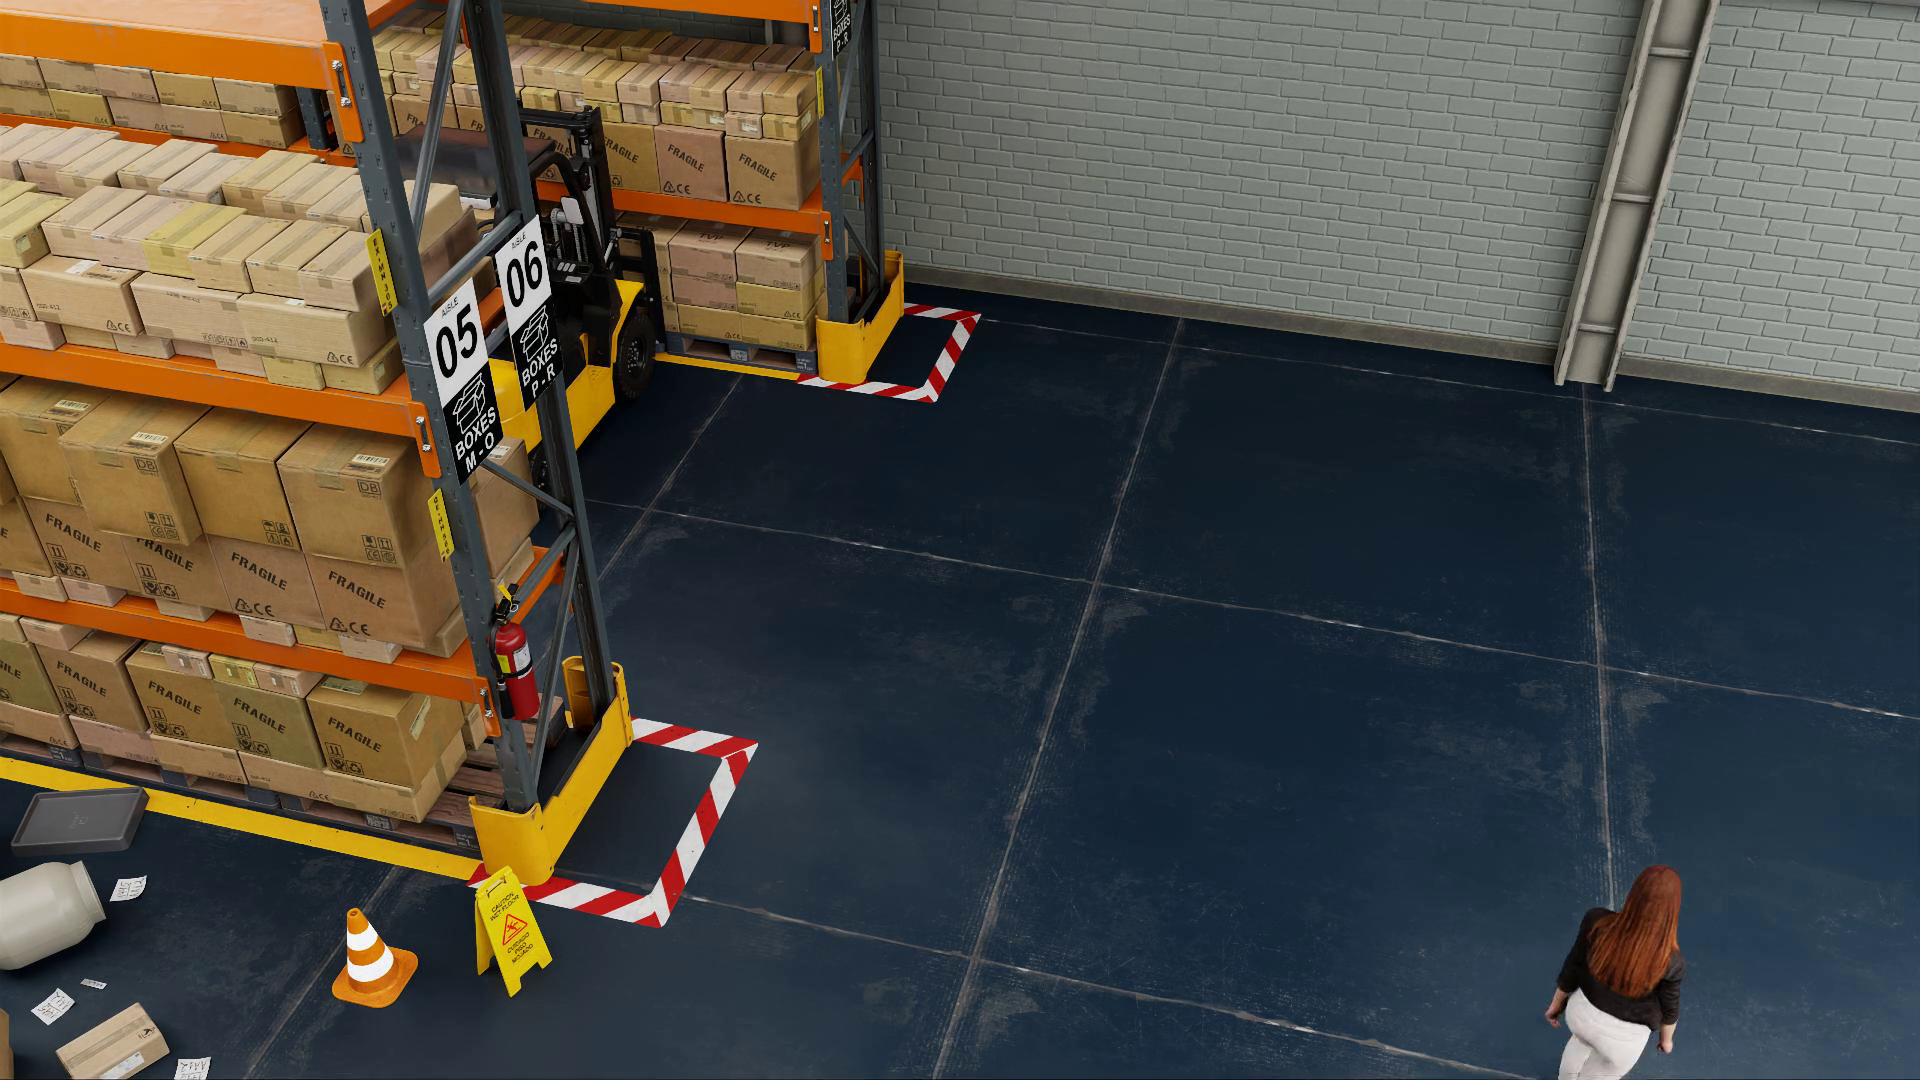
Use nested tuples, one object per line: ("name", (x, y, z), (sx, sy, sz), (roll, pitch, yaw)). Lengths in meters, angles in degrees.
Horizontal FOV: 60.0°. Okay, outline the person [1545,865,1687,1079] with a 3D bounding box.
("person", (2.549, 1.988, 6.678), (0.865, 1.683, 0.823), (-25, 44, -29))
